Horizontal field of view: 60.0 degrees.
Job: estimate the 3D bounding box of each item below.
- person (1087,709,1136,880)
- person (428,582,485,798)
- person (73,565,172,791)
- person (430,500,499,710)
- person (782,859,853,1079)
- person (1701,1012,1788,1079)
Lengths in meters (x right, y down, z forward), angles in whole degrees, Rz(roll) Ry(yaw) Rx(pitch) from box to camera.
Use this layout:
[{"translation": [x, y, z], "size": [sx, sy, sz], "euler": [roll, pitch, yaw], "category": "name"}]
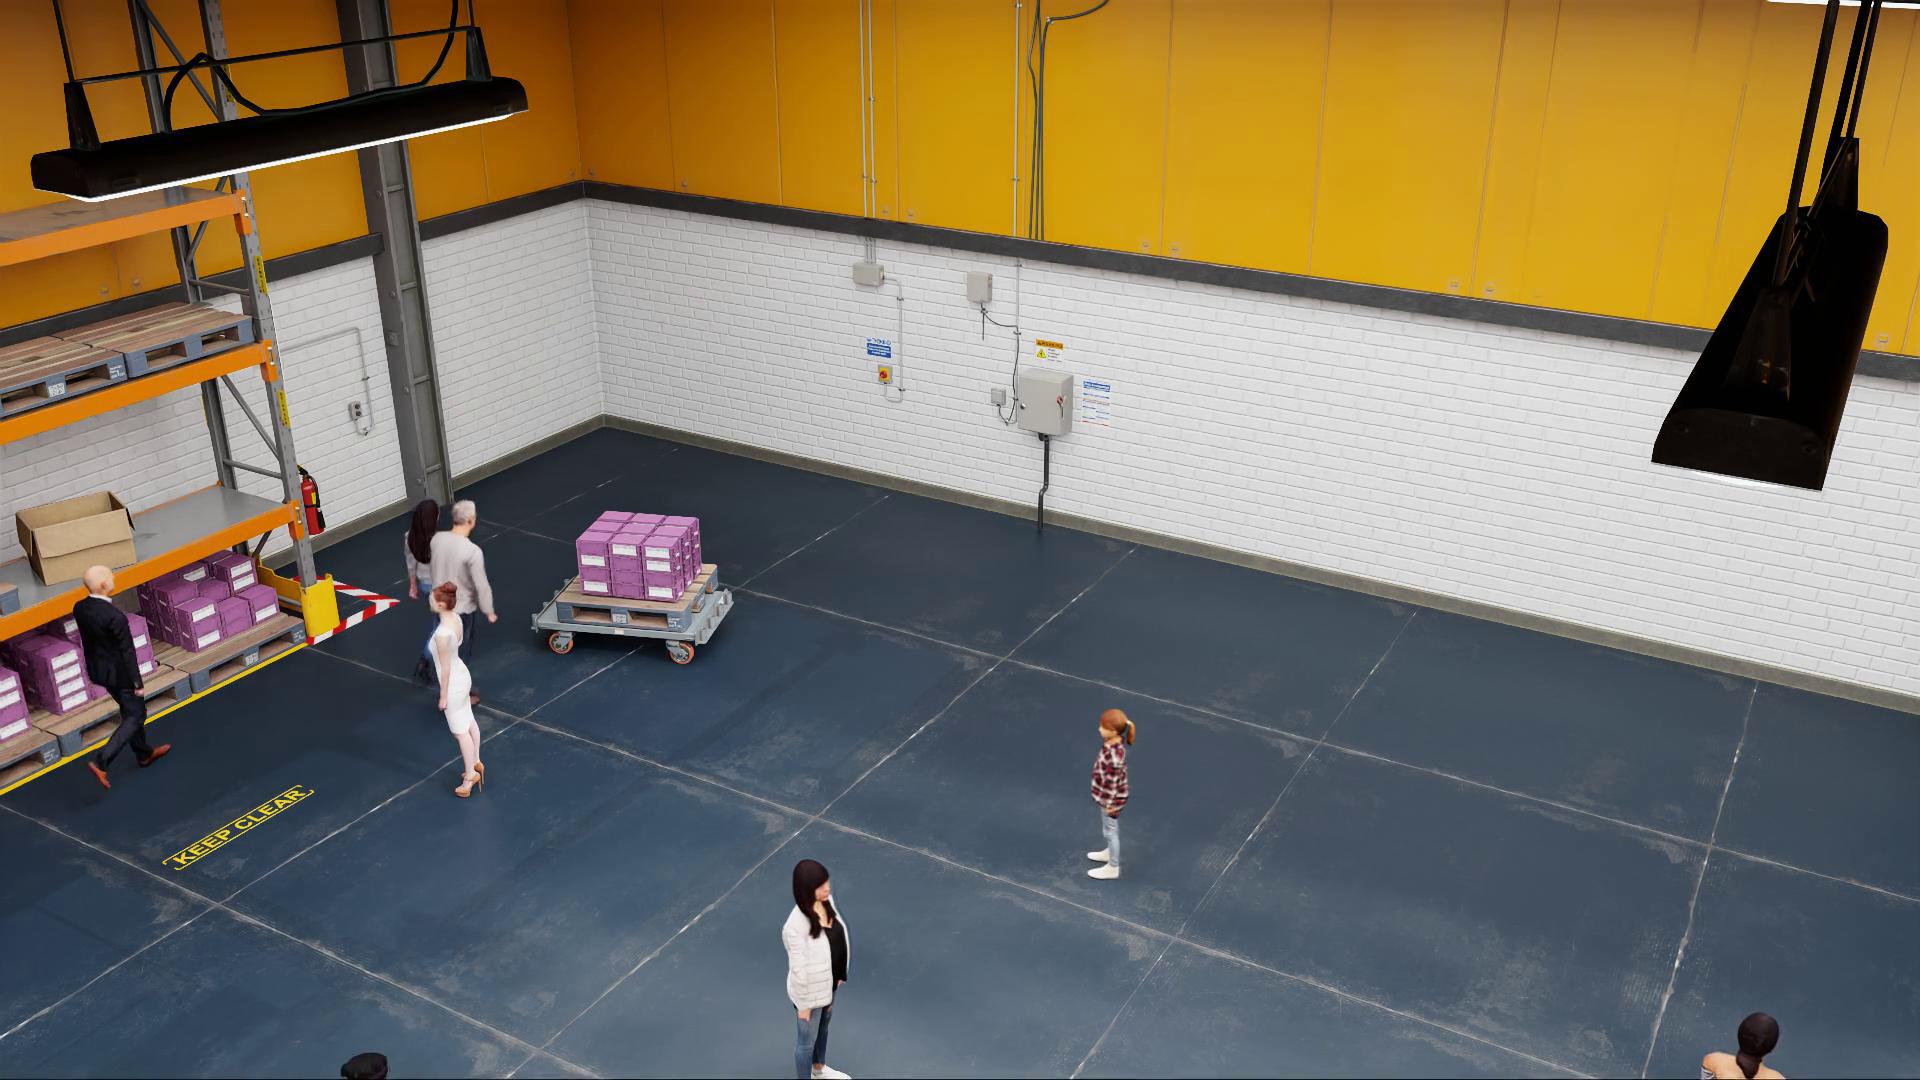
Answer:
[{"translation": [1.082, 1.779, 11.781], "size": [0.675, 1.305, 0.579], "euler": [2, 24, 4], "category": "person"}, {"translation": [-3.833, 1.129, 12.664], "size": [0.686, 1.789, 0.572], "euler": [-1, 24, -1], "category": "person"}, {"translation": [-6.564, 1.066, 12.817], "size": [0.737, 1.782, 1.054], "euler": [10, 26, 22], "category": "person"}, {"translation": [-4.216, 0.622, 13.735], "size": [0.805, 1.861, 0.767], "euler": [15, 28, 30], "category": "person"}, {"translation": [-0.842, 2.544, 9.616], "size": [0.707, 1.638, 0.531], "euler": [9, 25, 19], "category": "person"}, {"translation": [3.784, 3.074, 8.172], "size": [0.618, 1.822, 0.564], "euler": [17, 29, 34], "category": "person"}]
